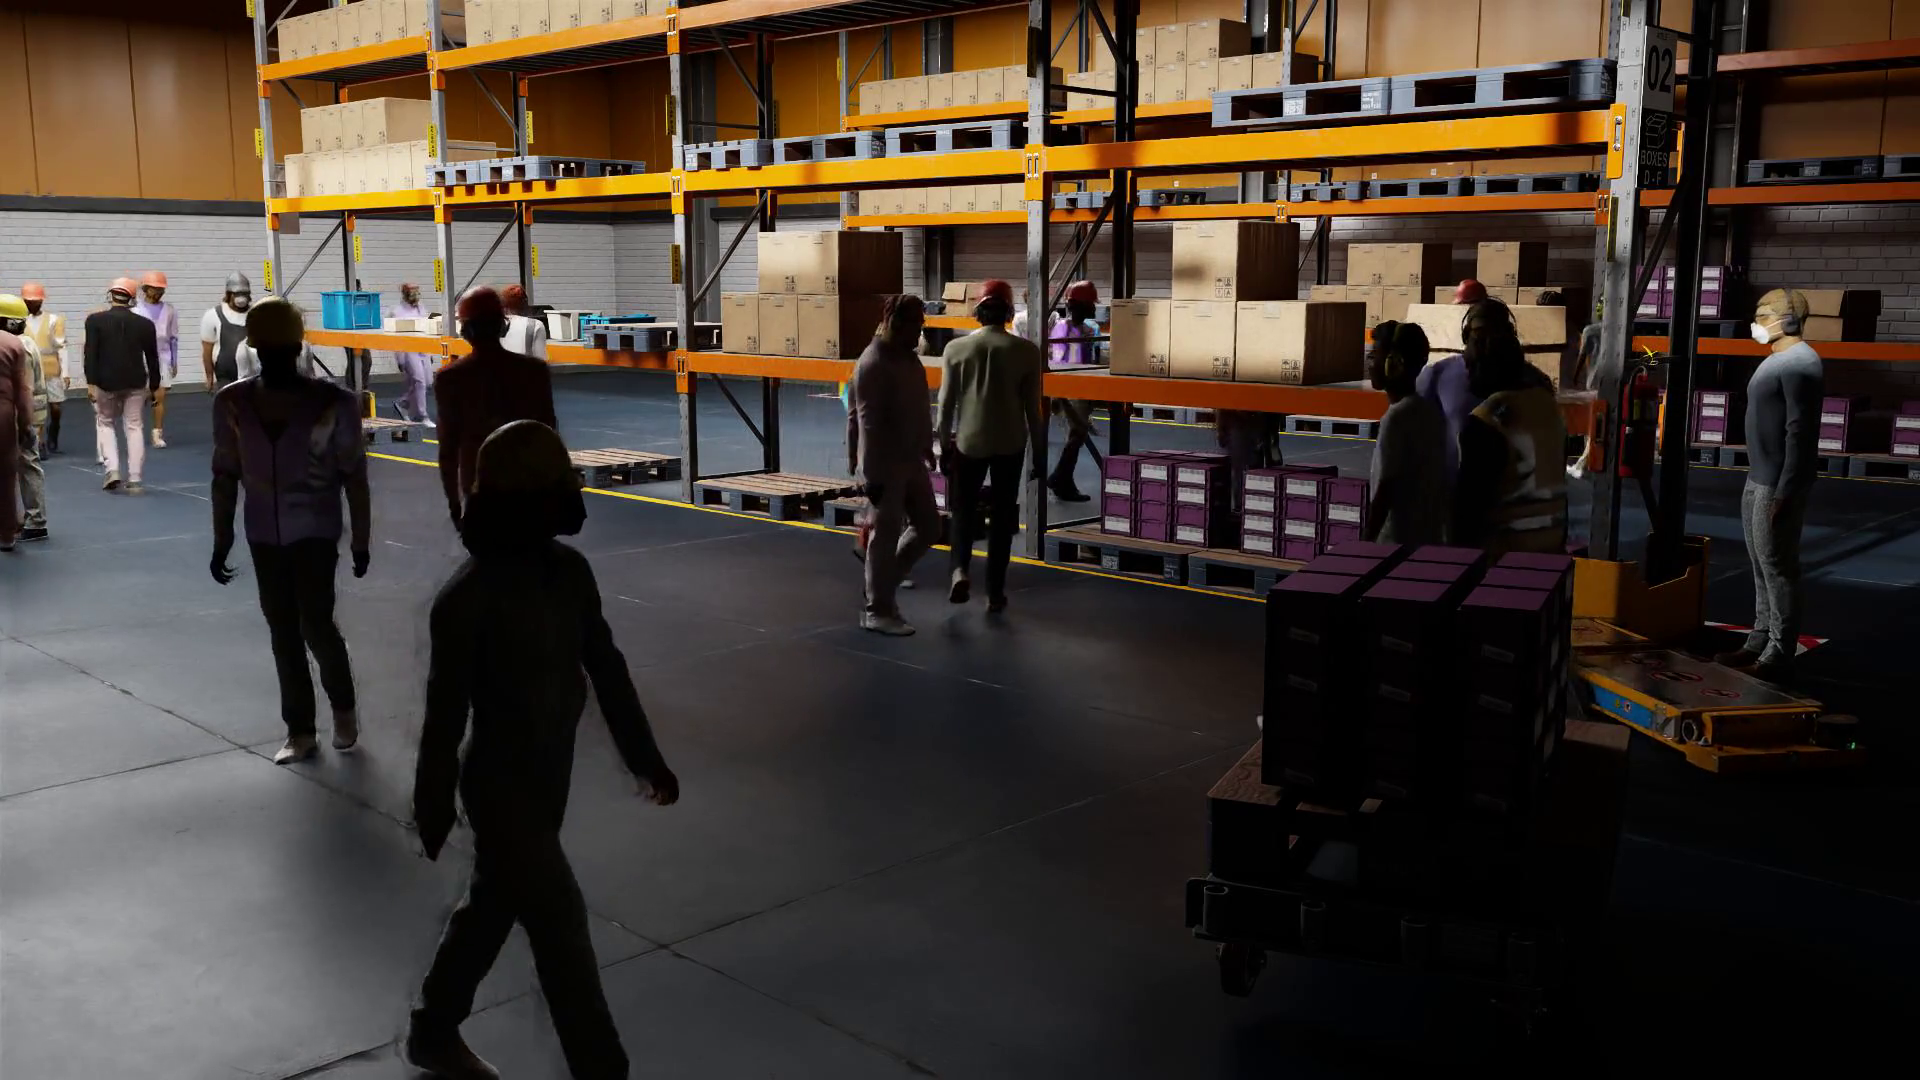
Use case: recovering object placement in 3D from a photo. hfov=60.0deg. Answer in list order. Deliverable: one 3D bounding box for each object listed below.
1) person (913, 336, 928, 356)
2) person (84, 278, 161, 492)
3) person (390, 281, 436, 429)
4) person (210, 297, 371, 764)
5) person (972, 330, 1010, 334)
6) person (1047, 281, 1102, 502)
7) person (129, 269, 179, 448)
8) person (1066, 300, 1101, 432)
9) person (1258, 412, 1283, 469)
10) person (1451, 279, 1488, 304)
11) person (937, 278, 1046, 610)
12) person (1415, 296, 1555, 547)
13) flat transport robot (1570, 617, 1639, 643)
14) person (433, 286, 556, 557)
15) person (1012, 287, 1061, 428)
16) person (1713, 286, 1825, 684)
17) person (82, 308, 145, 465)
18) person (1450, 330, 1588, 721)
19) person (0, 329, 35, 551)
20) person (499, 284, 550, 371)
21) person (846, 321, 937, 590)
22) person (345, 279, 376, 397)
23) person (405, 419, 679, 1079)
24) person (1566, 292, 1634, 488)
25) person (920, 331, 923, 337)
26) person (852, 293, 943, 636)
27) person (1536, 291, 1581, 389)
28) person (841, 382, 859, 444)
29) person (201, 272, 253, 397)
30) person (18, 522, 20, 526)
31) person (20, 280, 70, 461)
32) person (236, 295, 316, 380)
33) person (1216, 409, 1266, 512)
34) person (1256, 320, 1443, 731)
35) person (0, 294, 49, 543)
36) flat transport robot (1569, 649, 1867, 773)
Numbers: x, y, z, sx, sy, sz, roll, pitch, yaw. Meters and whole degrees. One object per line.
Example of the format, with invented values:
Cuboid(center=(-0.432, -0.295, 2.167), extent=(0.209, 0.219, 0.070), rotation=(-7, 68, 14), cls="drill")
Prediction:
Cuboid(center=(-0.472, -1.474, 16.526), extent=(0.557, 1.621, 0.523), rotation=(7, 12, 37), cls="person")
Cuboid(center=(-7.625, -1.406, 15.153), extent=(0.644, 1.936, 0.628), rotation=(-7, 12, -36), cls="person")
Cuboid(center=(-6.939, -2.334, 21.047), extent=(0.583, 1.867, 0.697), rotation=(2, 10, 14), cls="person")
Cuboid(center=(-2.728, -0.024, 6.772), extent=(0.608, 1.910, 0.431), rotation=(0, 9, 2), cls="person")
Cuboid(center=(0.354, -1.815, 18.665), extent=(0.531, 1.593, 0.813), rotation=(-2, 9, -11), cls="person")
Cuboid(center=(1.006, -1.267, 14.352), extent=(0.428, 1.915, 0.572), rotation=(6, 11, 32), cls="person")
Cuboid(center=(-9.169, -2.050, 18.846), extent=(0.611, 2.019, 0.648), rotation=(9, 13, 43), cls="person")
Cuboid(center=(1.454, -2.143, 20.439), extent=(0.558, 1.674, 0.466), rotation=(1, 9, 4), cls="person")
Cuboid(center=(2.373, -1.037, 13.185), extent=(0.507, 1.840, 0.344), rotation=(-7, 12, -38), cls="person")
Cuboid(center=(4.288, -1.220, 14.021), extent=(0.366, 1.935, 0.543), rotation=(1, 9, 8), cls="person")
Cuboid(center=(0.192, -0.562, 9.874), extent=(0.641, 1.968, 0.554), rotation=(1, 9, 6), cls="person")
Cuboid(center=(2.419, -0.186, 7.791), extent=(0.645, 1.907, 0.864), rotation=(3, 10, 20), cls="person")
Cuboid(center=(2.750, 0.553, 8.236), extent=(1.431, 0.197, 0.652), rotation=(-2, 9, -10), cls="flat transport robot")
Cuboid(center=(-2.336, -0.304, 8.434), extent=(0.621, 1.937, 1.072), rotation=(-4, 10, -25), cls="person")
Cuboid(center=(0.895, -2.011, 19.148), extent=(0.590, 1.856, 0.759), rotation=(0, 9, -2), cls="person")
Cuboid(center=(3.985, -0.264, 8.144), extent=(0.359, 1.937, 0.635), rotation=(2, 10, 13), cls="person")
Cuboid(center=(-8.827, -1.593, 17.268), extent=(0.539, 1.612, 0.550), rotation=(0, 9, 0), cls="person")
Cuboid(center=(2.246, 0.029, 6.841), extent=(0.994, 1.783, 0.651), rotation=(9, 13, 42), cls="person")
Cuboid(center=(-6.871, -0.801, 11.620), extent=(0.673, 1.870, 0.812), rotation=(-7, 11, -36), cls="person")
Cuboid(center=(-3.937, -1.333, 14.866), extent=(0.573, 1.883, 0.353), rotation=(0, 9, 2), cls="person")
Cuboid(center=(-0.506, -0.586, 10.807), extent=(0.532, 1.715, 0.909), rotation=(-6, 11, -31), cls="person")
Cuboid(center=(-9.447, -3.131, 25.923), extent=(0.527, 1.868, 0.630), rotation=(3, 10, 17), cls="person")
Cuboid(center=(-1.017, 0.558, 3.870), extent=(0.930, 1.691, 0.492), rotation=(3, 10, 19), cls="person")
Cuboid(center=(6.008, -1.427, 15.667), extent=(0.502, 1.815, 0.957), rotation=(-3, 10, -16), cls="person")
Cuboid(center=(-0.682, -1.858, 18.906), extent=(0.523, 1.620, 0.552), rotation=(-4, 10, -21), cls="person")
Cuboid(center=(-0.337, -0.409, 9.179), extent=(0.431, 1.884, 0.679), rotation=(4, 10, 23), cls="person")
Cuboid(center=(4.856, -1.141, 13.813), extent=(0.635, 1.842, 0.429), rotation=(-8, 12, -40), cls="person")
Cuboid(center=(-1.165, -2.002, 19.110), extent=(0.590, 1.829, 0.596), rotation=(4, 10, 21), cls="person")
Cuboid(center=(-7.086, -1.678, 16.501), extent=(0.701, 2.000, 1.004), rotation=(-7, 12, -36), cls="person")
Cuboid(center=(-7.541, -0.908, 12.833), extent=(0.318, 1.696, 0.532), rotation=(-1, 9, -4), cls="person")
Cuboid(center=(-9.825, -1.817, 17.788), extent=(0.548, 1.912, 0.812), rotation=(-4, 10, -25), cls="person")
Cuboid(center=(-5.281, -0.980, 12.902), extent=(0.596, 1.818, 0.424), rotation=(-6, 11, -31), cls="person")
Cuboid(center=(2.042, -0.861, 12.418), extent=(0.522, 1.745, 0.664), rotation=(-9, 13, -44), cls="person")
Cuboid(center=(1.666, 0.048, 6.590), extent=(0.961, 1.817, 0.551), rotation=(5, 10, 27), cls="person")
Cuboid(center=(-7.000, -0.900, 12.357), extent=(0.404, 1.837, 0.593), rotation=(-5, 11, -29), cls="person")
Cuboid(center=(3.184, 0.710, 7.272), extent=(0.652, 0.197, 1.431), rotation=(-2, 9, -9), cls="flat transport robot")
